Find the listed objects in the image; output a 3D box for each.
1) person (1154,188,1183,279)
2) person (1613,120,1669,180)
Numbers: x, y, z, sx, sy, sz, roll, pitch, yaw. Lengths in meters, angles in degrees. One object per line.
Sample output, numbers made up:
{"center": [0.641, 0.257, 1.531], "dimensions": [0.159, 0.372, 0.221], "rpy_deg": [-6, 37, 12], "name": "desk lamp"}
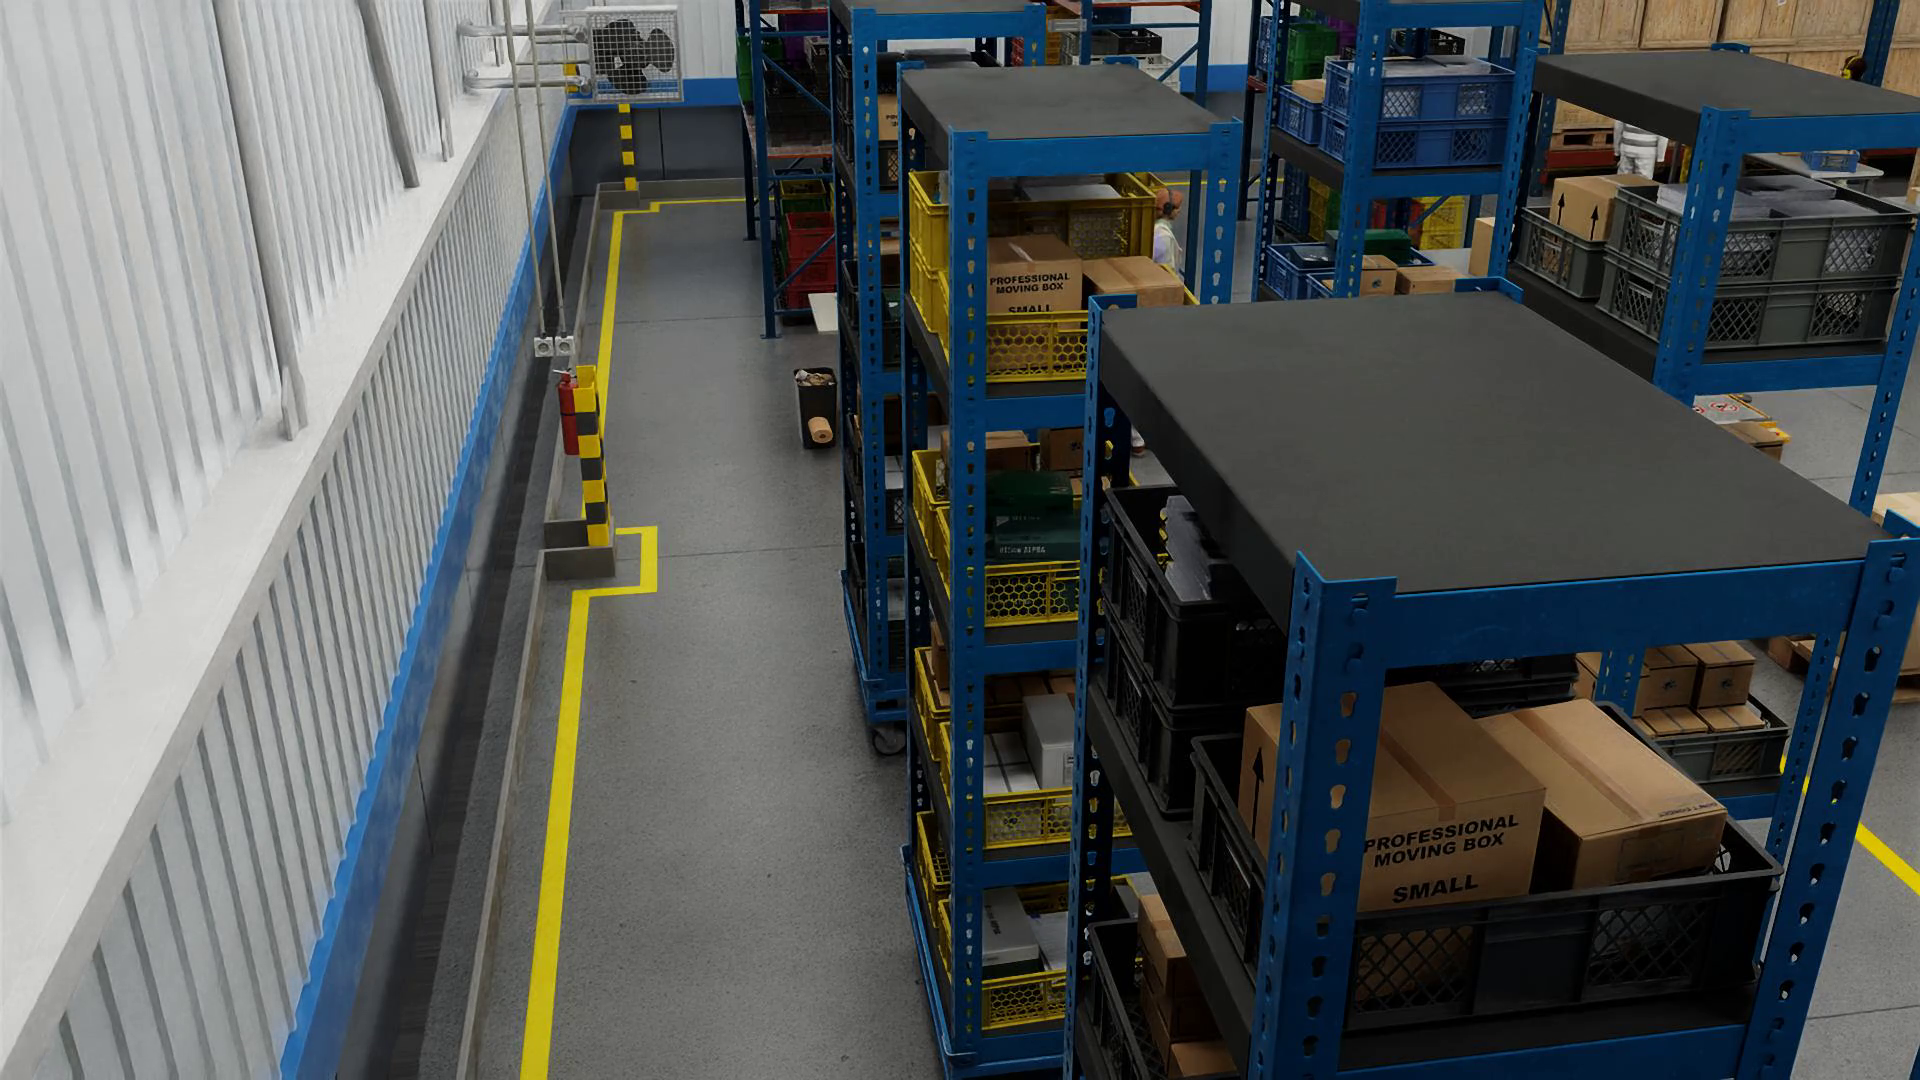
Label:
{"center": [1.529, -1.877, 12.729], "dimensions": [0.329, 1.631, 0.516], "rpy_deg": [-1, 25, -2], "name": "person"}
{"center": [6.897, -3.923, 16.880], "dimensions": [0.352, 1.883, 0.580], "rpy_deg": [-18, 30, -34], "name": "person"}
